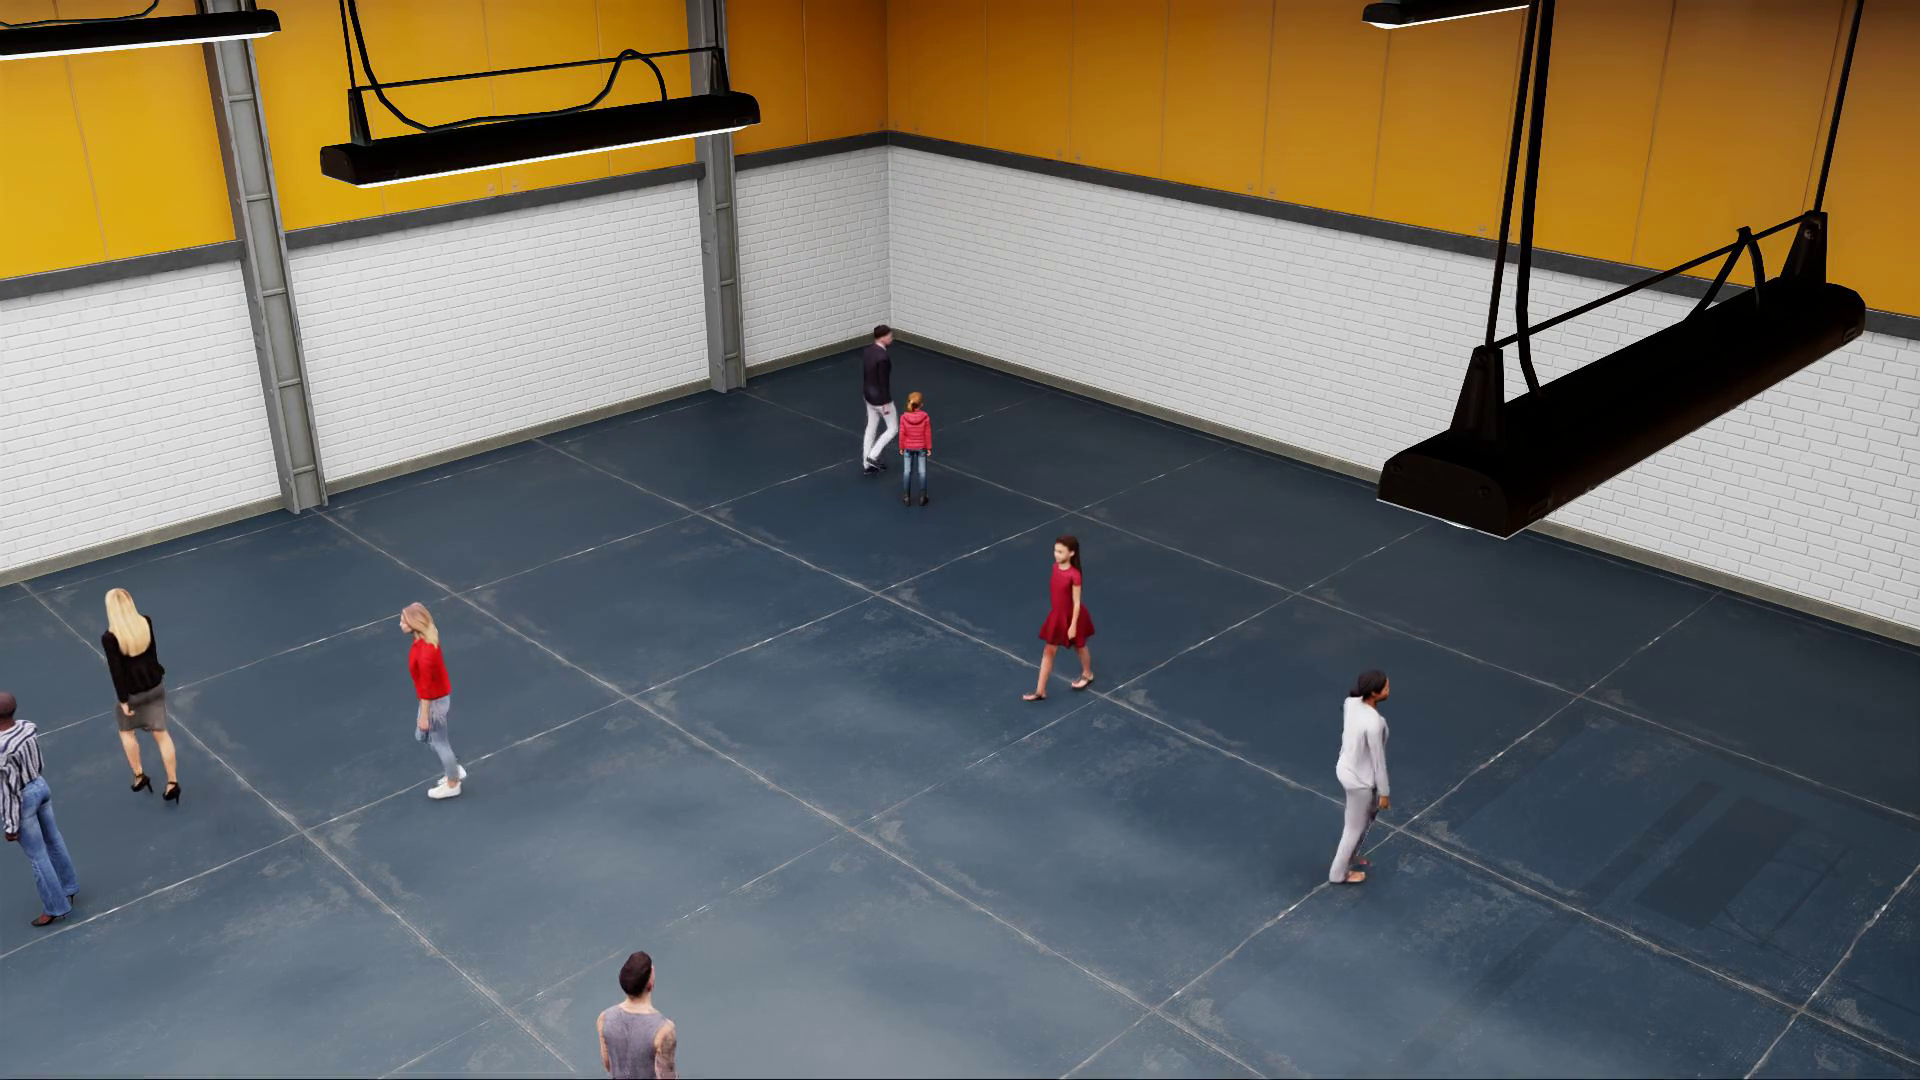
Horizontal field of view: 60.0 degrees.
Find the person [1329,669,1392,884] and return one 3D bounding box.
[{"bbox_3d":[2.781,1.708,11.897,0.833,1.716,0.795,-4,24,-10],"label":"person"}]

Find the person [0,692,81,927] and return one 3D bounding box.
[{"bbox_3d":[-6.435,1.839,11.499,0.745,1.796,0.696,-1,24,-2],"label":"person"}]

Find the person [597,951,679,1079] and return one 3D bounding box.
[{"bbox_3d":[-1.722,3.060,8.845,0.998,1.796,1.252,8,25,17],"label":"person"}]

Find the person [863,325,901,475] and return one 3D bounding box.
[{"bbox_3d":[-1.018,-1.605,19.337,0.720,1.827,0.814,-17,29,-34],"label":"person"}]

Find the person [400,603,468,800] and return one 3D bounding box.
[{"bbox_3d":[-4.021,1.255,12.956,0.739,1.698,0.730,-7,24,-15],"label":"person"}]

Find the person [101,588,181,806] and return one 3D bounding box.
[{"bbox_3d":[-6.253,1.233,12.851,0.760,1.822,0.748,14,27,30],"label":"person"}]

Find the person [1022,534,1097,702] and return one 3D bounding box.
[{"bbox_3d":[0.993,0.665,14.540,1.037,1.509,0.592,-19,30,-37],"label":"person"}]

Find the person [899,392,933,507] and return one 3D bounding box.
[{"bbox_3d":[-0.507,-1.028,18.654,0.603,1.316,0.665,1,24,1],"label":"person"}]
